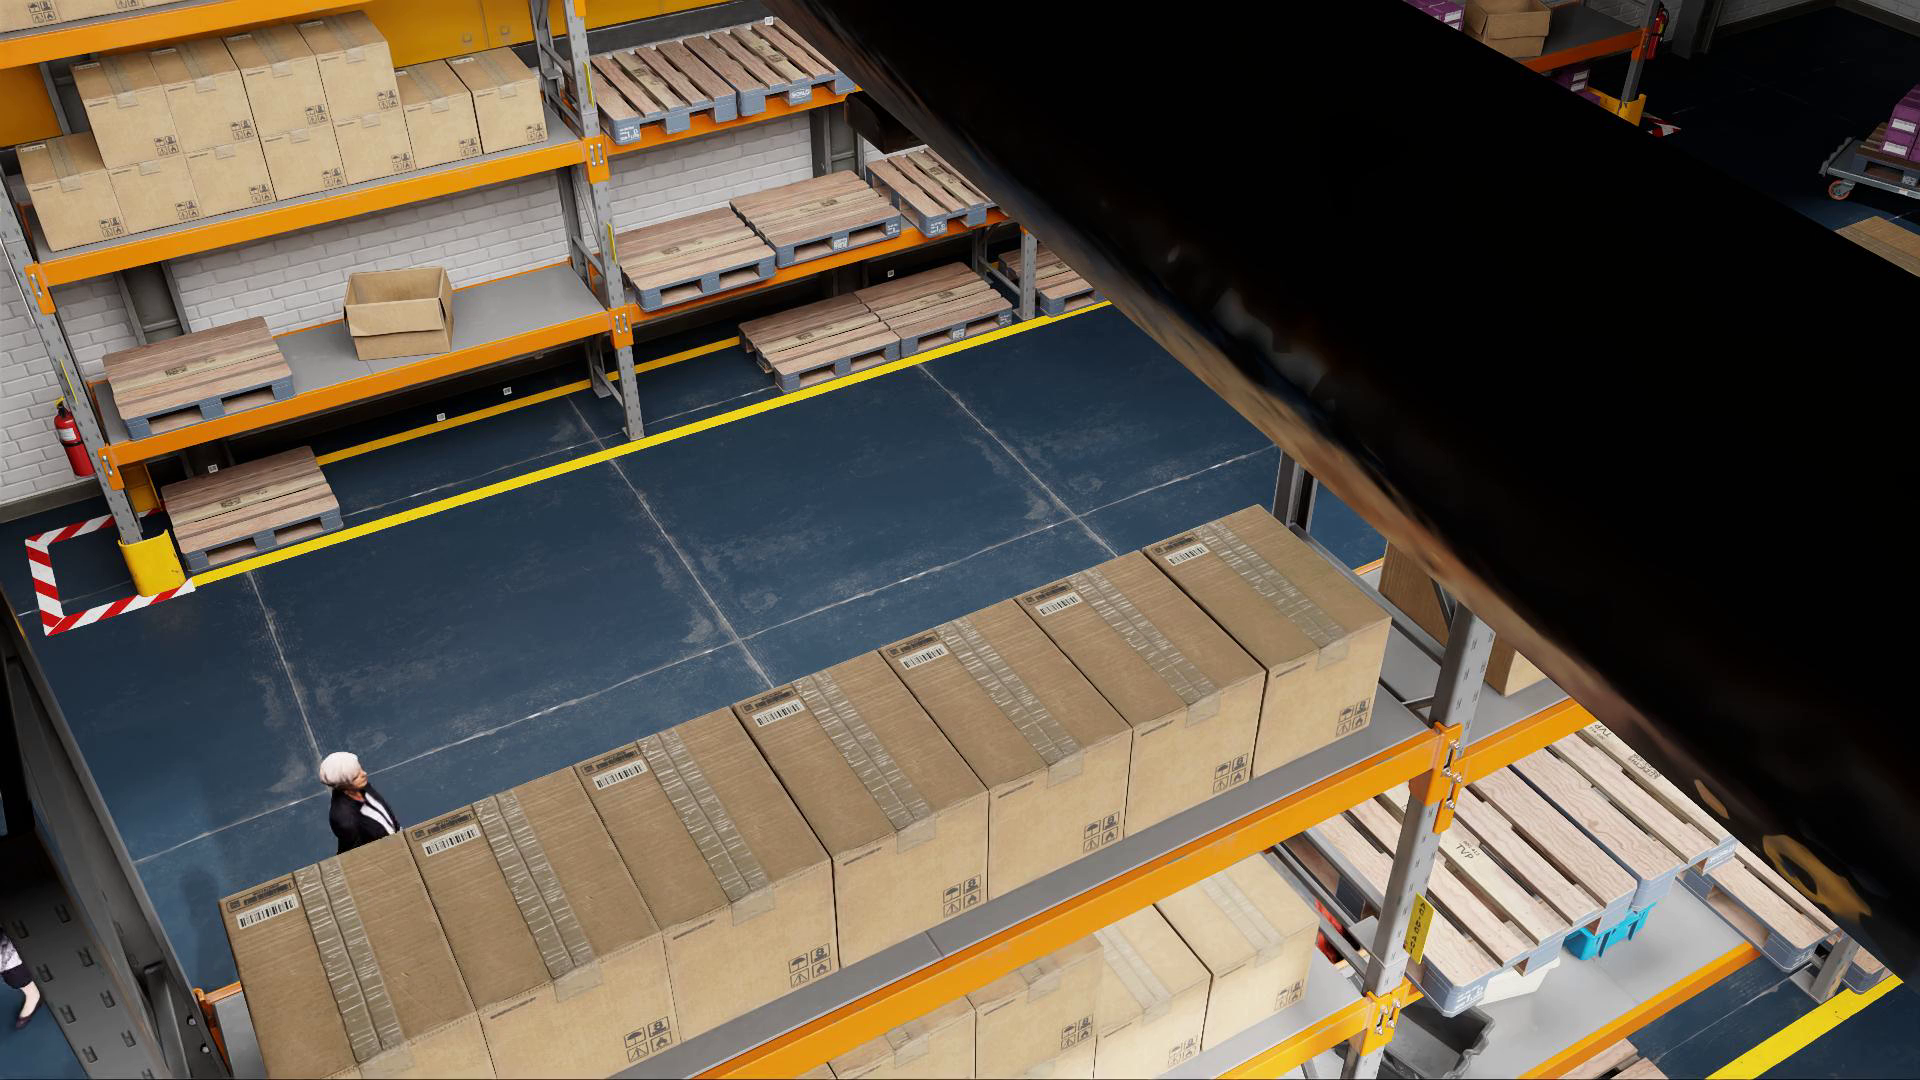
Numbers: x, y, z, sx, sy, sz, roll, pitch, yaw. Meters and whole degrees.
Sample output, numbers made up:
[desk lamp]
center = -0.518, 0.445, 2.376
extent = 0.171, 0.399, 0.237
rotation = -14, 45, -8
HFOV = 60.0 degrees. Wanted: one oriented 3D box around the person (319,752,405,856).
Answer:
[person]
center = -3.502, 1.918, 9.713
extent = 1.169, 1.751, 0.960
rotation = -7, 39, -9
